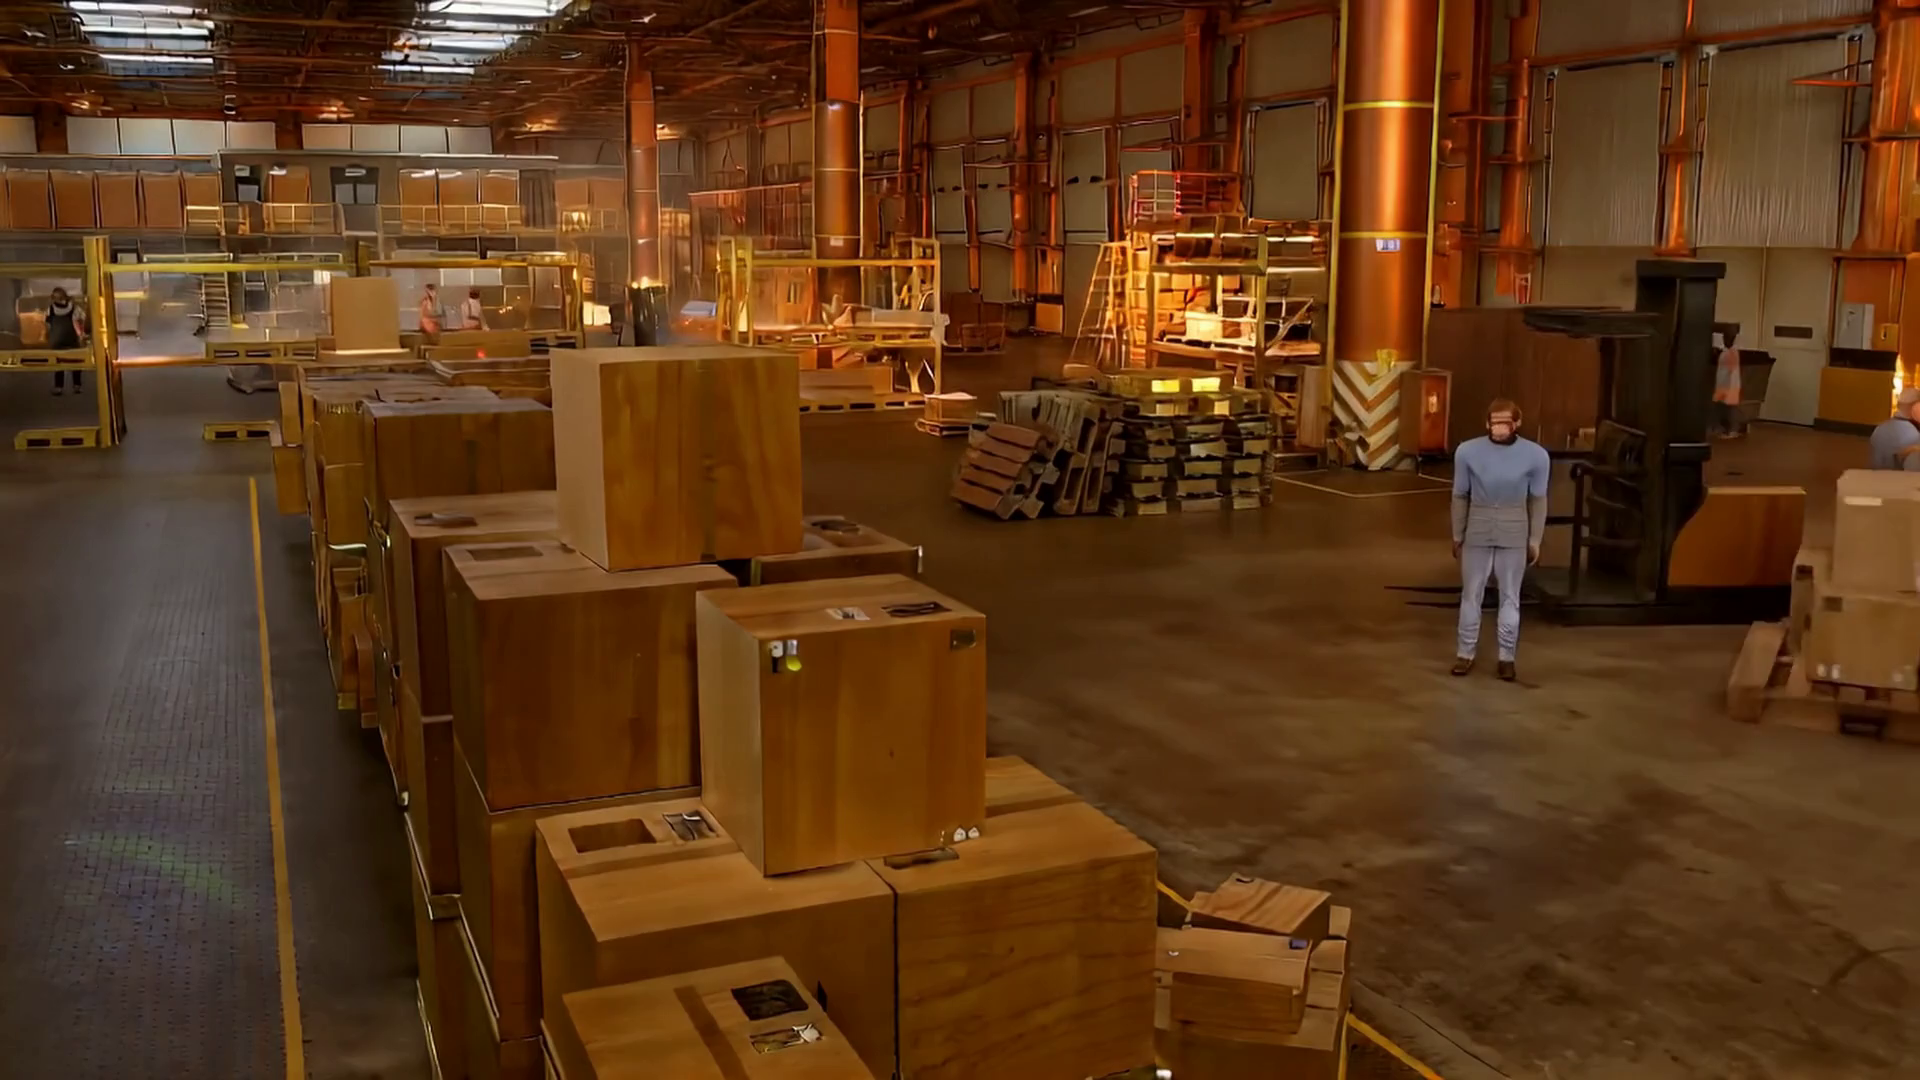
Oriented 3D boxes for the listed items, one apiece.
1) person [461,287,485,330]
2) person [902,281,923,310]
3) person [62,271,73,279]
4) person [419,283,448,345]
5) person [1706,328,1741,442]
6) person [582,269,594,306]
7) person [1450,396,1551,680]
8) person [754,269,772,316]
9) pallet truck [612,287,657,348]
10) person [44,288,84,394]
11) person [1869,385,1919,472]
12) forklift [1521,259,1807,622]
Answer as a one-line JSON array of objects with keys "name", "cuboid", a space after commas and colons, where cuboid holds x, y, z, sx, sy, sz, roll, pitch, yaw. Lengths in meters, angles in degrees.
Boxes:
[{"name": "person", "cuboid": [-11.391, -4.994, 39.007, 0.520, 1.863, 0.621, 6, 12, 30]}, {"name": "person", "cuboid": [-1.504, -7.459, 52.809, 0.644, 1.792, 0.949, -2, 11, -12]}, {"name": "person", "cuboid": [-27.355, -7.263, 51.153, 0.396, 1.992, 0.619, -4, 11, -21]}, {"name": "person", "cuboid": [-13.110, -5.402, 41.199, 0.990, 1.903, 0.607, 7, 12, 34]}, {"name": "person", "cuboid": [11.225, -2.288, 24.598, 0.709, 1.668, 0.558, 1, 10, 8]}, {"name": "person", "cuboid": [-13.325, -8.711, 59.388, 0.585, 1.911, 0.389, 7, 12, 33]}, {"name": "person", "cuboid": [3.662, -0.011, 11.344, 0.627, 1.940, 0.377, 4, 11, 23]}, {"name": "person", "cuboid": [-7.656, -9.531, 64.185, 0.944, 1.797, 0.524, 8, 13, 37]}, {"name": "pallet truck", "cuboid": [-6.464, -4.406, 35.401, 0.823, 1.965, 1.885, 6, 12, 32]}, {"name": "person", "cuboid": [-17.363, -3.856, 32.251, 0.688, 2.000, 0.536, -3, 11, -18]}, {"name": "person", "cuboid": [6.969, -0.191, 12.375, 0.384, 1.930, 0.634, 0, 10, 1]}, {"name": "forklift", "cuboid": [5.627, -0.822, 13.218, 1.873, 2.768, 1.129, 0, 10, 1]}]
